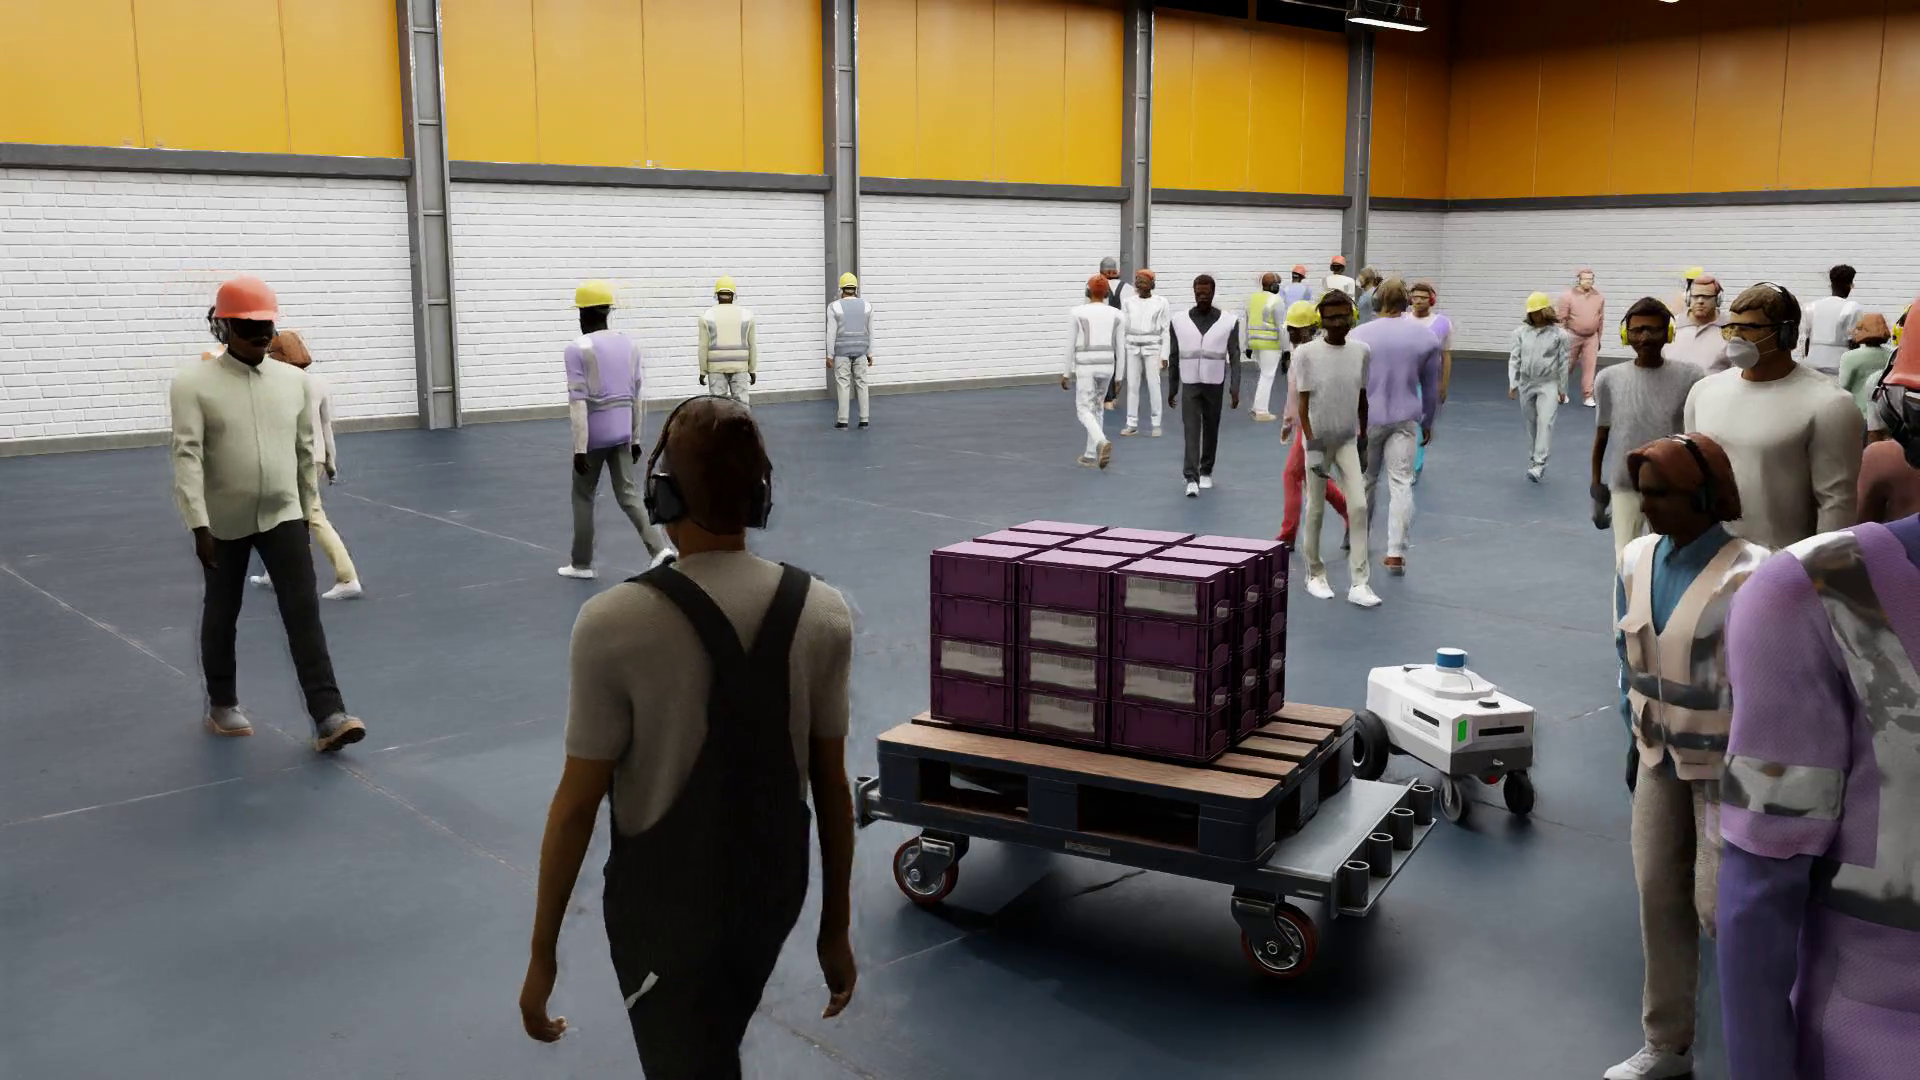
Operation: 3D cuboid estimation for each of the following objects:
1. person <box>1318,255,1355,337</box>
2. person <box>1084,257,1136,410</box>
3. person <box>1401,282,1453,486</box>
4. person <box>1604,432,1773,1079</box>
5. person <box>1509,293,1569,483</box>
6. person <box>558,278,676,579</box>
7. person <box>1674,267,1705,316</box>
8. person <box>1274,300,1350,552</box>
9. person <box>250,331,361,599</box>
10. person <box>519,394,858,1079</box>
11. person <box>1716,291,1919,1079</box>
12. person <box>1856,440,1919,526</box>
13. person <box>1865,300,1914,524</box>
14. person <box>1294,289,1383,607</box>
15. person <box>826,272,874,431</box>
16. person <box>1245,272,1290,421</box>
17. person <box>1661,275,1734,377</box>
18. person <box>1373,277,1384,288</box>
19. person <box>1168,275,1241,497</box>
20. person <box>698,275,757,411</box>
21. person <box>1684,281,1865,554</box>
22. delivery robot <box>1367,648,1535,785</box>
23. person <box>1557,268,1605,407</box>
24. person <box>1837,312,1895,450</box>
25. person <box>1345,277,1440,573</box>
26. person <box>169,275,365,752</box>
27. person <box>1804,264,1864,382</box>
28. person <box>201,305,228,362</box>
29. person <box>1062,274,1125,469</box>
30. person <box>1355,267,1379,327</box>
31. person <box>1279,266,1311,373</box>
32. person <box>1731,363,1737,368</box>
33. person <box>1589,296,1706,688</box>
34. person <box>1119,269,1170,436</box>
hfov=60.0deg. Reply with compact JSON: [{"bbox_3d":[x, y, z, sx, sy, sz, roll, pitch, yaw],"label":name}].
[{"bbox_3d":[6.317,-3.756,27.928,0.614,2.038,0.396,4,10,20],"label":"person"},{"bbox_3d":[1.940,-2.779,22.207,0.710,2.000,0.938,-2,10,-13],"label":"person"},{"bbox_3d":[4.128,-1.423,14.996,0.566,1.806,0.965,5,11,28],"label":"person"},{"bbox_3d":[1.850,0.539,4.025,0.543,1.616,0.526,-3,10,-19],"label":"person"},{"bbox_3d":[5.127,-1.340,14.804,0.485,1.689,0.903,6,12,33],"label":"person"},{"bbox_3d":[-2.144,-0.653,10.213,0.898,1.895,0.594,7,12,37],"label":"person"},{"bbox_3d":[10.087,-2.832,23.018,1.011,1.873,0.611,1,10,7],"label":"person"},{"bbox_3d":[2.456,-0.769,11.350,0.757,1.734,0.519,0,10,0],"label":"person"},{"bbox_3d":[-3.926,-0.444,9.877,0.873,1.586,0.518,3,10,15],"label":"person"},{"bbox_3d":[-0.388,0.666,2.779,0.586,1.800,0.929,-7,12,-35],"label":"person"},{"bbox_3d":[1.251,0.652,2.116,0.608,2.044,0.372,-2,10,-12],"label":"person"},{"bbox_3d":[3.312,0.200,5.717,0.531,1.717,0.908,4,10,21],"label":"person"},{"bbox_3d":[4.480,-0.206,7.776,0.526,1.844,0.921,2,10,12],"label":"person"},{"bbox_3d":[2.190,-0.519,9.588,0.525,1.826,0.842,-2,10,-10],"label":"person"},{"bbox_3d":[-1.287,-2.187,19.354,0.599,1.830,0.403,-5,11,-26],"label":"person"},{"bbox_3d":[3.796,-2.369,20.447,0.485,1.824,0.660,-5,11,-28],"label":"person"},{"bbox_3d":[5.000,-0.848,11.332,0.679,1.885,0.616,6,11,30],"label":"person"},{"bbox_3d":[6.507,-3.259,26.025,0.541,1.696,0.316,0,10,1],"label":"person"},{"bbox_3d":[2.082,-1.319,14.176,0.611,1.865,0.999,2,10,9],"label":"person"},{"bbox_3d":[-2.331,-1.728,16.666,0.600,1.829,0.404,-3,10,-18],"label":"person"},{"bbox_3d":[2.657,0.113,5.578,0.359,1.938,0.632,-5,11,-28],"label":"person"},{"bbox_3d":[1.824,0.648,6.214,0.477,0.478,0.707,-3,10,-15],"label":"delivery robot"},{"bbox_3d":[8.428,-2.763,22.646,0.657,1.865,0.979,0,10,1],"label":"person"},{"bbox_3d":[6.772,-0.883,12.373,0.515,1.613,0.645,-2,10,-11],"label":"person"},{"bbox_3d":[2.799,-0.764,10.897,0.646,1.884,1.049,1,10,5],"label":"person"},{"bbox_3d":[-2.866,-0.095,6.787,0.622,1.937,1.036,-9,13,-44],"label":"person"},{"bbox_3d":[8.504,-1.716,16.258,0.467,1.951,0.606,-5,11,-28],"label":"person"},{"bbox_3d":[-5.066,-0.800,11.640,0.320,1.691,0.537,4,10,21],"label":"person"},{"bbox_3d":[1.303,-1.579,15.718,0.589,1.861,0.795,-3,10,-19],"label":"person"},{"bbox_3d":[5.218,-2.585,21.536,1.035,1.881,0.655,2,10,9],"label":"person"},{"bbox_3d":[5.687,-3.730,28.333,0.555,1.872,0.956,2,10,13],"label":"person"},{"bbox_3d":[3.335,0.029,6.977,0.542,1.620,0.386,10,14,44],"label":"person"},{"bbox_3d":[3.294,-0.249,7.989,0.532,1.844,0.813,3,10,16],"label":"person"},{"bbox_3d":[2.071,-2.101,18.750,0.620,1.873,0.419,4,11,23],"label":"person"}]
